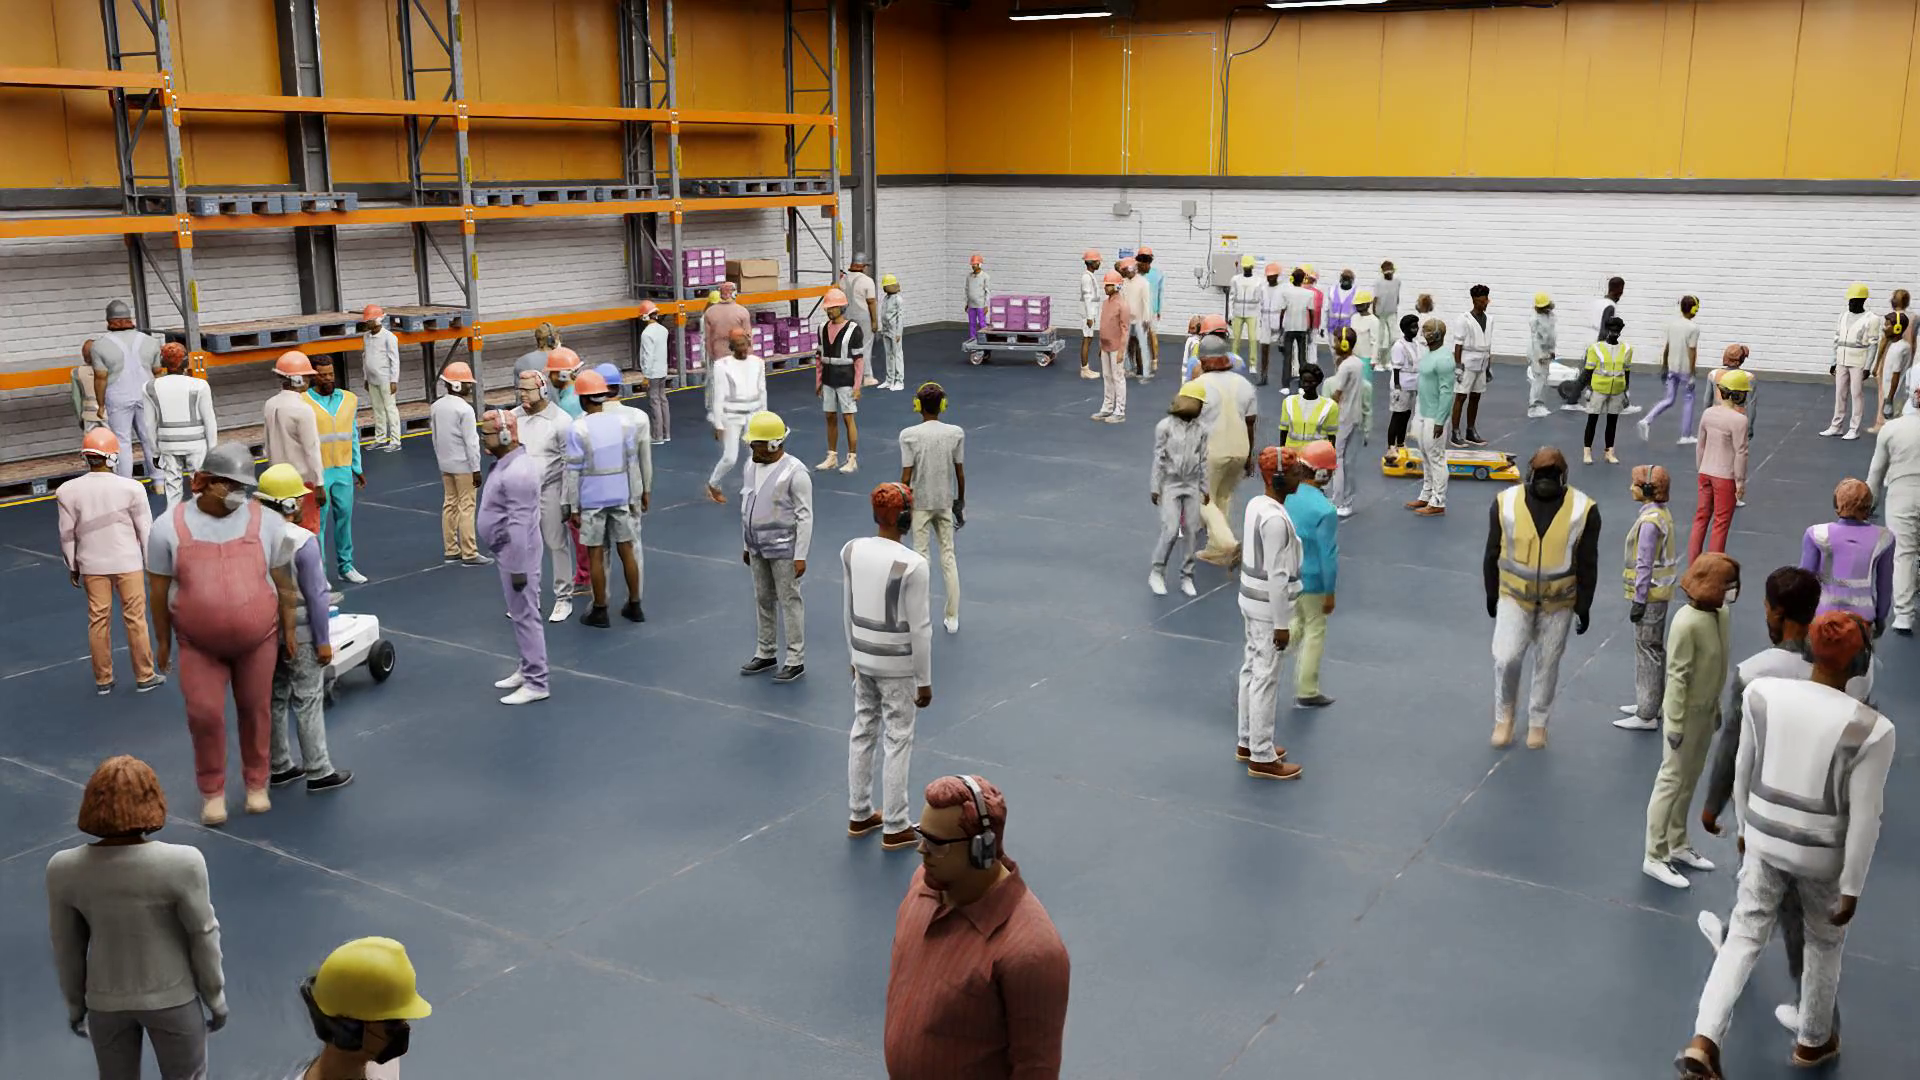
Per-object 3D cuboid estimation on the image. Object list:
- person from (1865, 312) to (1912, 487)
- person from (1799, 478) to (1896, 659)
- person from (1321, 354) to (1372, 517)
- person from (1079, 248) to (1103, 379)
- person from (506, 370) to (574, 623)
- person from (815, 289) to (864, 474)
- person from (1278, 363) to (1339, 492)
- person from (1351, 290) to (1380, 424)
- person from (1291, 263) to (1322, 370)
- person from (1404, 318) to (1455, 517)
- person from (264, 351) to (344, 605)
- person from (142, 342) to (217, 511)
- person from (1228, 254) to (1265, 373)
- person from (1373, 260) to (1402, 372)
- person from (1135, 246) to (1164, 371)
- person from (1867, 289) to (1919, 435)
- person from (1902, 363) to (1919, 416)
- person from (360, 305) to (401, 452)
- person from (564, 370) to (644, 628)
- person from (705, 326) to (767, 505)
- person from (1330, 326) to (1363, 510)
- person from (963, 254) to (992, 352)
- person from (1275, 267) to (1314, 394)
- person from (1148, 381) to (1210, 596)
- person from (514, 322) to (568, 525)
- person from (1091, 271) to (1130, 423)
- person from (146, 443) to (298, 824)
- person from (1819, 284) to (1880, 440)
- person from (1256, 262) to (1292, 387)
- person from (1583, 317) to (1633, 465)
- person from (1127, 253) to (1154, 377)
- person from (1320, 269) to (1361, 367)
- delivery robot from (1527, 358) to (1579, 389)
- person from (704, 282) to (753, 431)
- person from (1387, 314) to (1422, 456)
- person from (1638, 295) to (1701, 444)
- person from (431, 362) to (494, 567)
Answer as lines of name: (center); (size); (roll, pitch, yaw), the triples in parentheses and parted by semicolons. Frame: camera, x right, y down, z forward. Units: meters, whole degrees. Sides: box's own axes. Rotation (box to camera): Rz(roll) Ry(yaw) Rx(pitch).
person: (9.908, -1.489, 17.678); (0.350, 1.860, 0.506); (8, 15, 32)
person: (5.140, 0.456, 9.716); (0.528, 1.637, 0.313); (3, 13, 11)
person: (3.719, -1.027, 16.239); (0.492, 1.600, 0.725); (9, 16, 33)
person: (2.064, -3.571, 26.284); (0.369, 2.048, 0.605); (1, 13, 6)
person: (-3.184, -0.332, 12.540); (0.642, 1.909, 0.410); (5, 14, 20)
person: (-1.357, -1.750, 18.393); (0.615, 2.043, 0.373); (8, 15, 31)
person: (3.056, -0.716, 14.665); (0.532, 1.697, 0.319); (6, 14, 24)
person: (5.268, -2.391, 21.803); (0.386, 1.754, 0.550); (-7, 15, -27)
person: (5.654, -3.653, 27.281); (0.528, 1.761, 0.338); (5, 14, 20)
person: (4.609, -1.195, 16.215); (0.353, 1.937, 0.635); (0, 13, 0)
person: (-5.141, -0.476, 12.973); (0.623, 1.992, 0.396); (10, 16, 37)
person: (-6.794, -0.787, 14.565); (0.575, 1.884, 0.355); (-3, 13, -11)
person: (4.638, -3.673, 27.004); (0.592, 1.925, 0.383); (5, 14, 21)
person: (6.913, -3.628, 27.002); (0.541, 1.824, 0.636); (-2, 13, -8)
person: (3.013, -3.759, 27.136); (0.613, 2.034, 0.408); (-6, 14, -25)
person: (11.750, -2.227, 20.896); (0.521, 1.843, 0.326); (-2, 13, -8)
person: (9.807, -1.234, 16.933); (0.321, 1.688, 0.536); (-2, 13, -7)
person: (-6.914, -1.924, 19.797); (0.573, 1.742, 0.335); (8, 15, 31)
person: (-2.680, -0.306, 12.432); (0.554, 1.918, 0.464); (-10, 16, -37)
person: (-2.205, -1.207, 16.484); (0.614, 1.855, 0.828); (-9, 16, -34)
person: (3.688, -1.159, 16.251); (0.442, 1.854, 0.513); (5, 14, 21)
person: (0.297, -4.234, 29.799); (0.563, 1.752, 0.325); (10, 16, 38)
person: (4.928, -3.073, 24.527); (0.572, 1.865, 0.332); (1, 13, 4)
person: (1.766, -0.402, 13.265); (0.543, 1.710, 0.364); (-6, 14, -24)
person: (-3.881, -1.084, 15.736); (0.635, 1.934, 0.353); (4, 13, 15)
person: (2.012, -2.551, 21.971); (0.375, 1.995, 0.611); (-6, 14, -26)
person: (-3.827, 0.484, 8.707); (0.712, 2.000, 0.643); (-7, 15, -27)
person: (11.060, -2.209, 20.638); (0.366, 1.926, 0.592); (-5, 14, -21)
person: (4.883, -3.339, 25.632); (0.554, 1.901, 0.959); (10, 16, 36)
person: (7.368, -1.698, 18.933); (0.532, 1.692, 0.320); (0, 13, 0)
person: (2.859, -3.581, 26.505); (0.370, 1.963, 0.608); (-5, 14, -20)
person: (5.852, -3.238, 25.395); (0.630, 1.808, 0.926); (6, 14, 24)
delivery robot: (8.685, -2.422, 24.361); (0.707, 0.478, 0.477); (5, 14, 22)
person: (-2.926, -2.340, 21.264); (0.639, 1.903, 0.407); (4, 13, 15)
person: (5.136, -1.755, 19.173); (0.316, 1.695, 0.542); (11, 17, 39)
person: (8.701, -2.058, 20.194); (0.803, 1.836, 0.523); (-5, 14, -22)
person: (-4.275, -0.652, 14.269); (0.573, 1.745, 0.339); (11, 17, 39)
